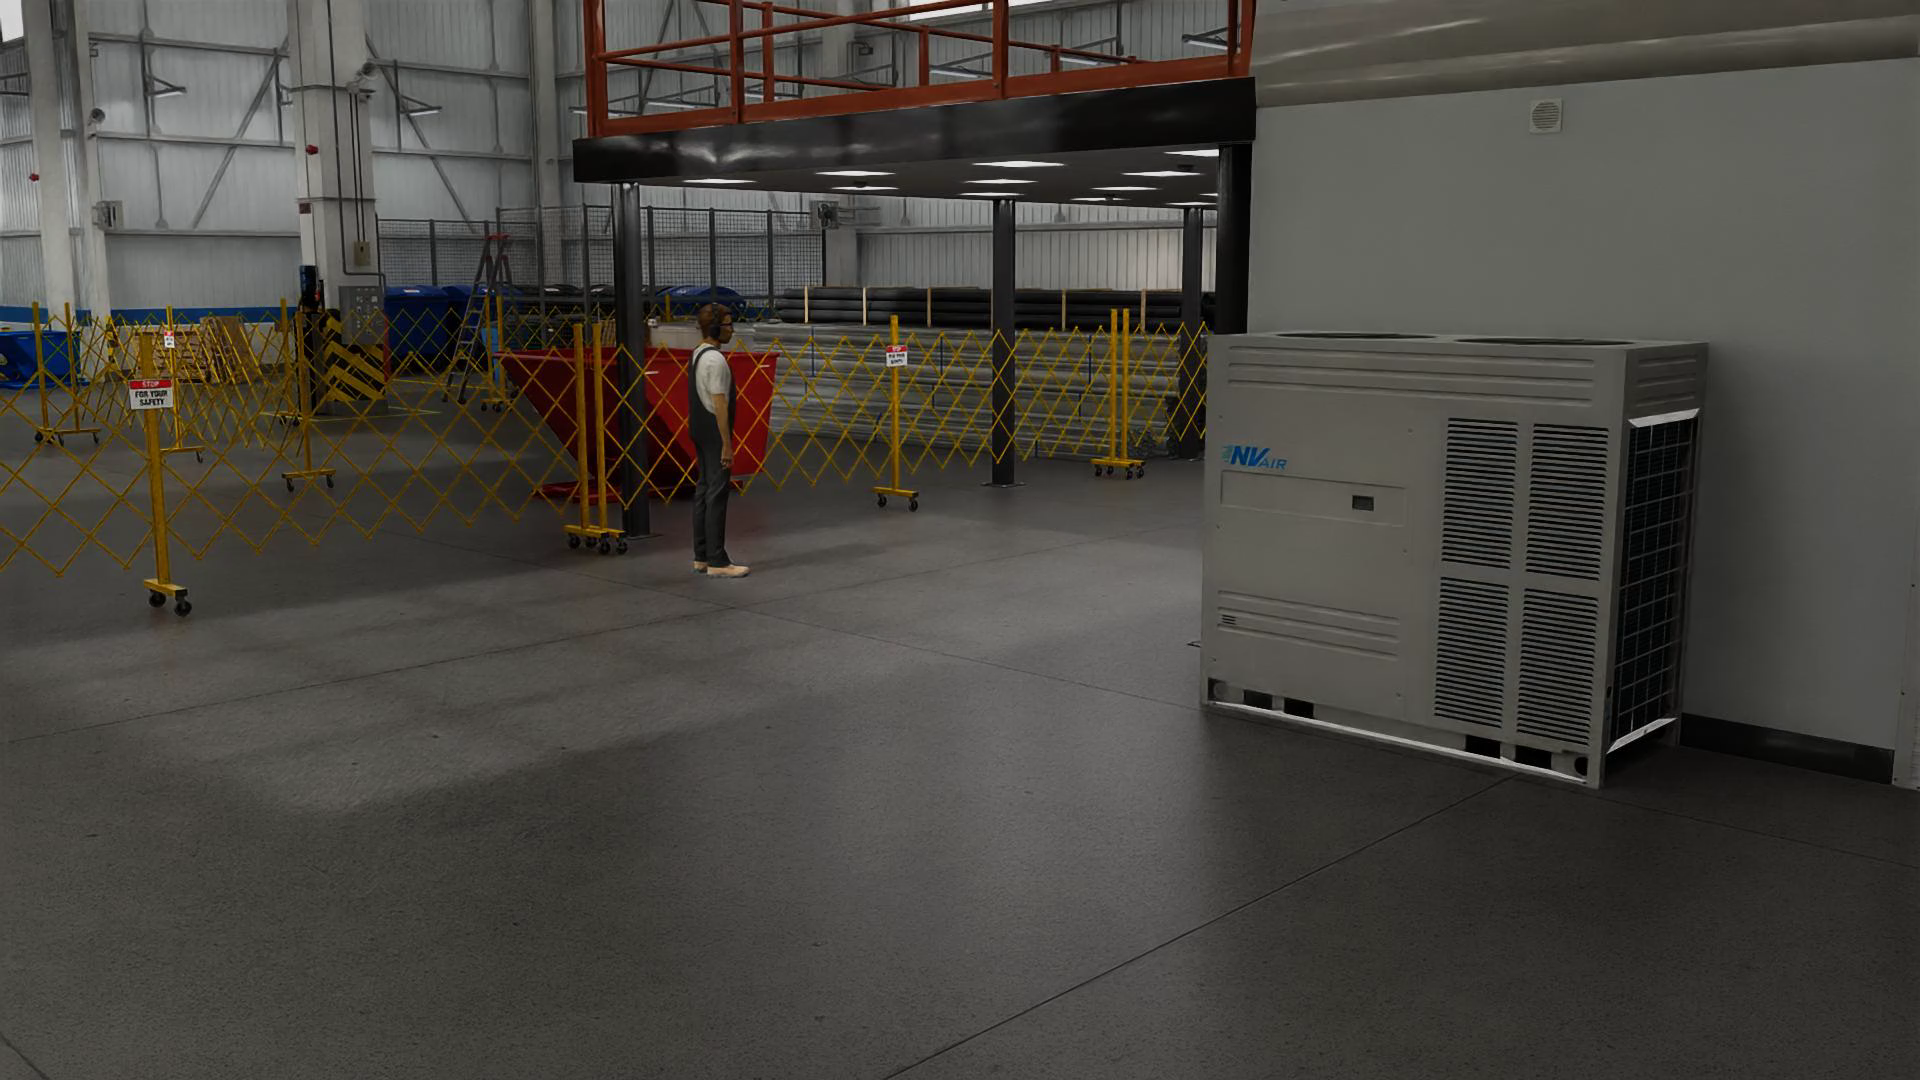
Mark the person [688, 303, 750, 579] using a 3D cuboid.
[{"bbox_3d":[-1.645,-0.664,11.177,0.330,1.844,0.519,-5,10,-27],"label":"person"}]
